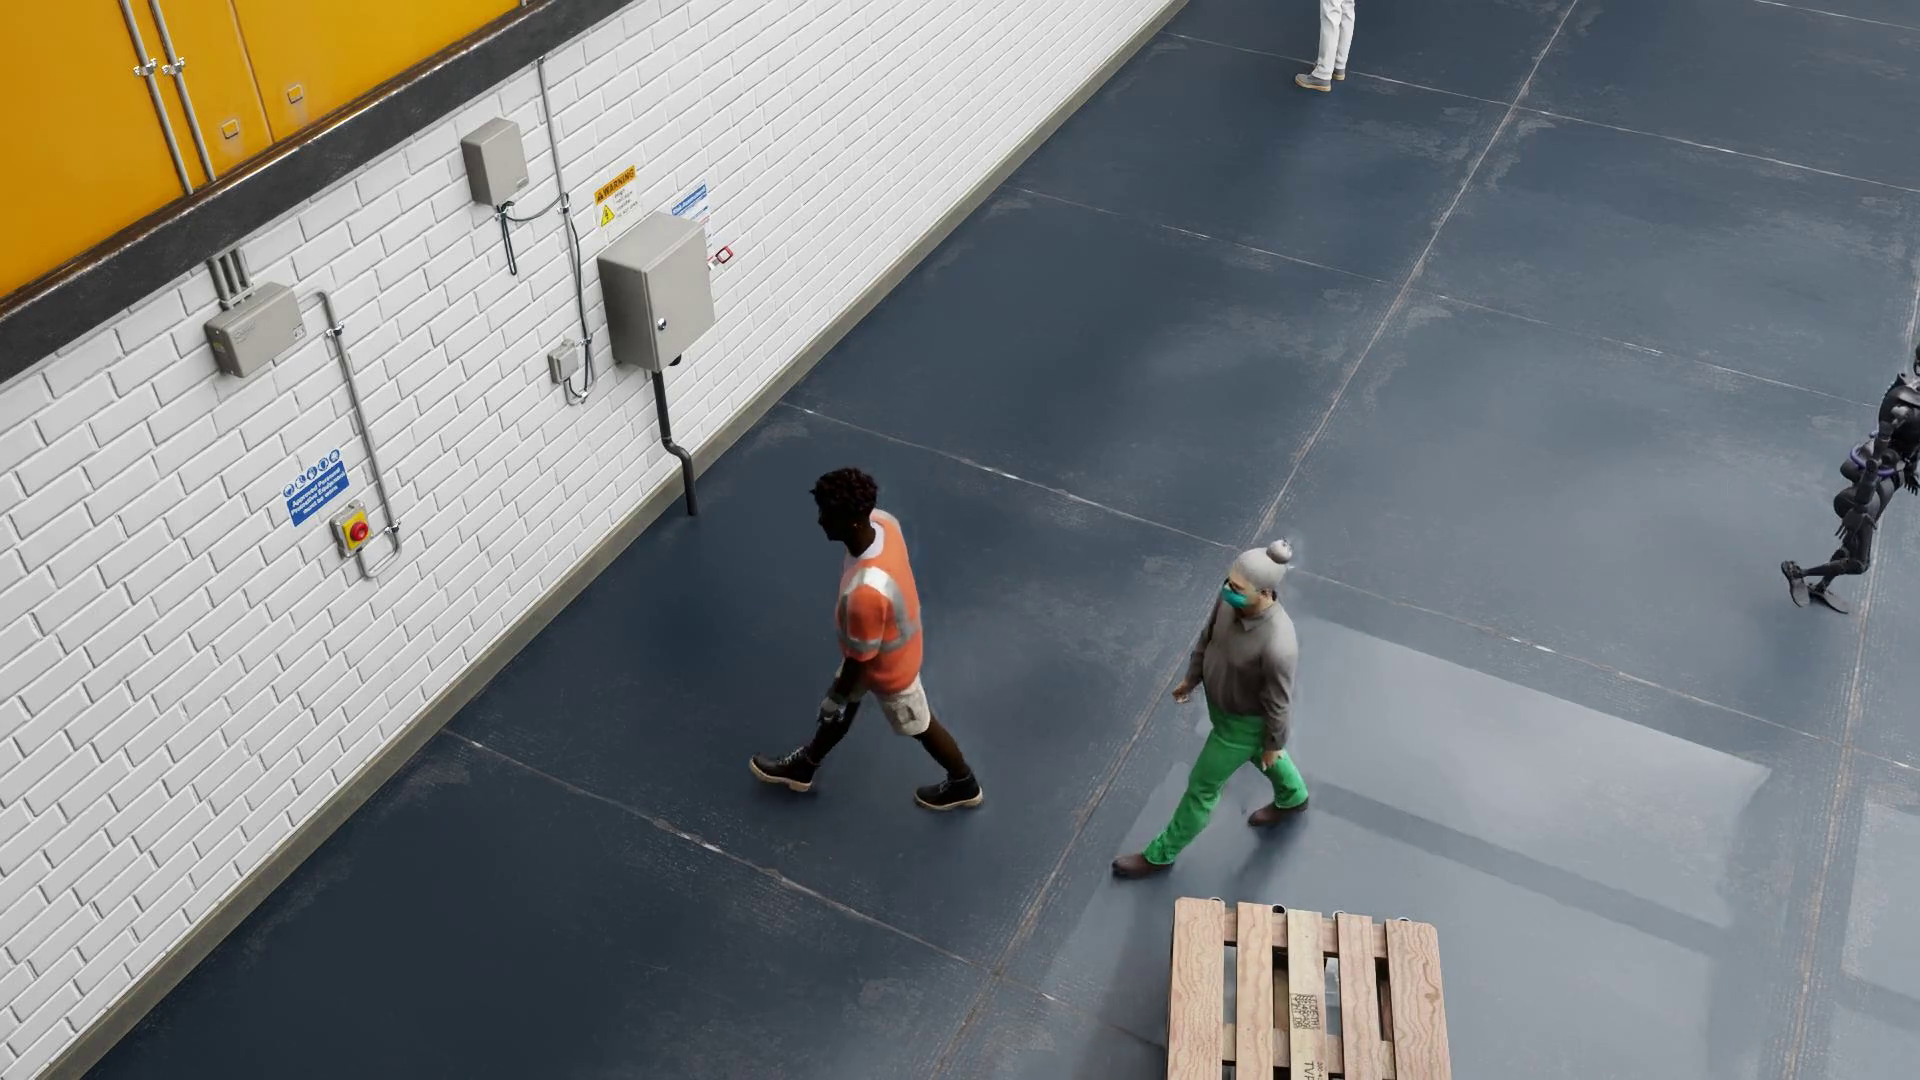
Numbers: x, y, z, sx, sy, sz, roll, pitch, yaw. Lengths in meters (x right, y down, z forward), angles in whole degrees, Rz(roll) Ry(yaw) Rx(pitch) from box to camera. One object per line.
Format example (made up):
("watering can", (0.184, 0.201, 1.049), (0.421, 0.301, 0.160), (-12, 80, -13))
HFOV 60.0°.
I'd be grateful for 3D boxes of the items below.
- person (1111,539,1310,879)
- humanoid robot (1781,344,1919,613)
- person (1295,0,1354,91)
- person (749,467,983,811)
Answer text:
("person", (1.153, 0.673, 6.898), (0.972, 1.796, 0.516), (-9, 42, -11))
("humanoid robot", (4.460, -0.304, 8.112), (0.583, 1.649, 0.399), (-29, 49, -30))
("person", (2.892, -4.366, 12.665), (0.355, 1.882, 0.574), (28, 48, 29))
("person", (-0.398, 0.477, 7.037), (1.072, 1.894, 0.607), (-1, 41, -2))
